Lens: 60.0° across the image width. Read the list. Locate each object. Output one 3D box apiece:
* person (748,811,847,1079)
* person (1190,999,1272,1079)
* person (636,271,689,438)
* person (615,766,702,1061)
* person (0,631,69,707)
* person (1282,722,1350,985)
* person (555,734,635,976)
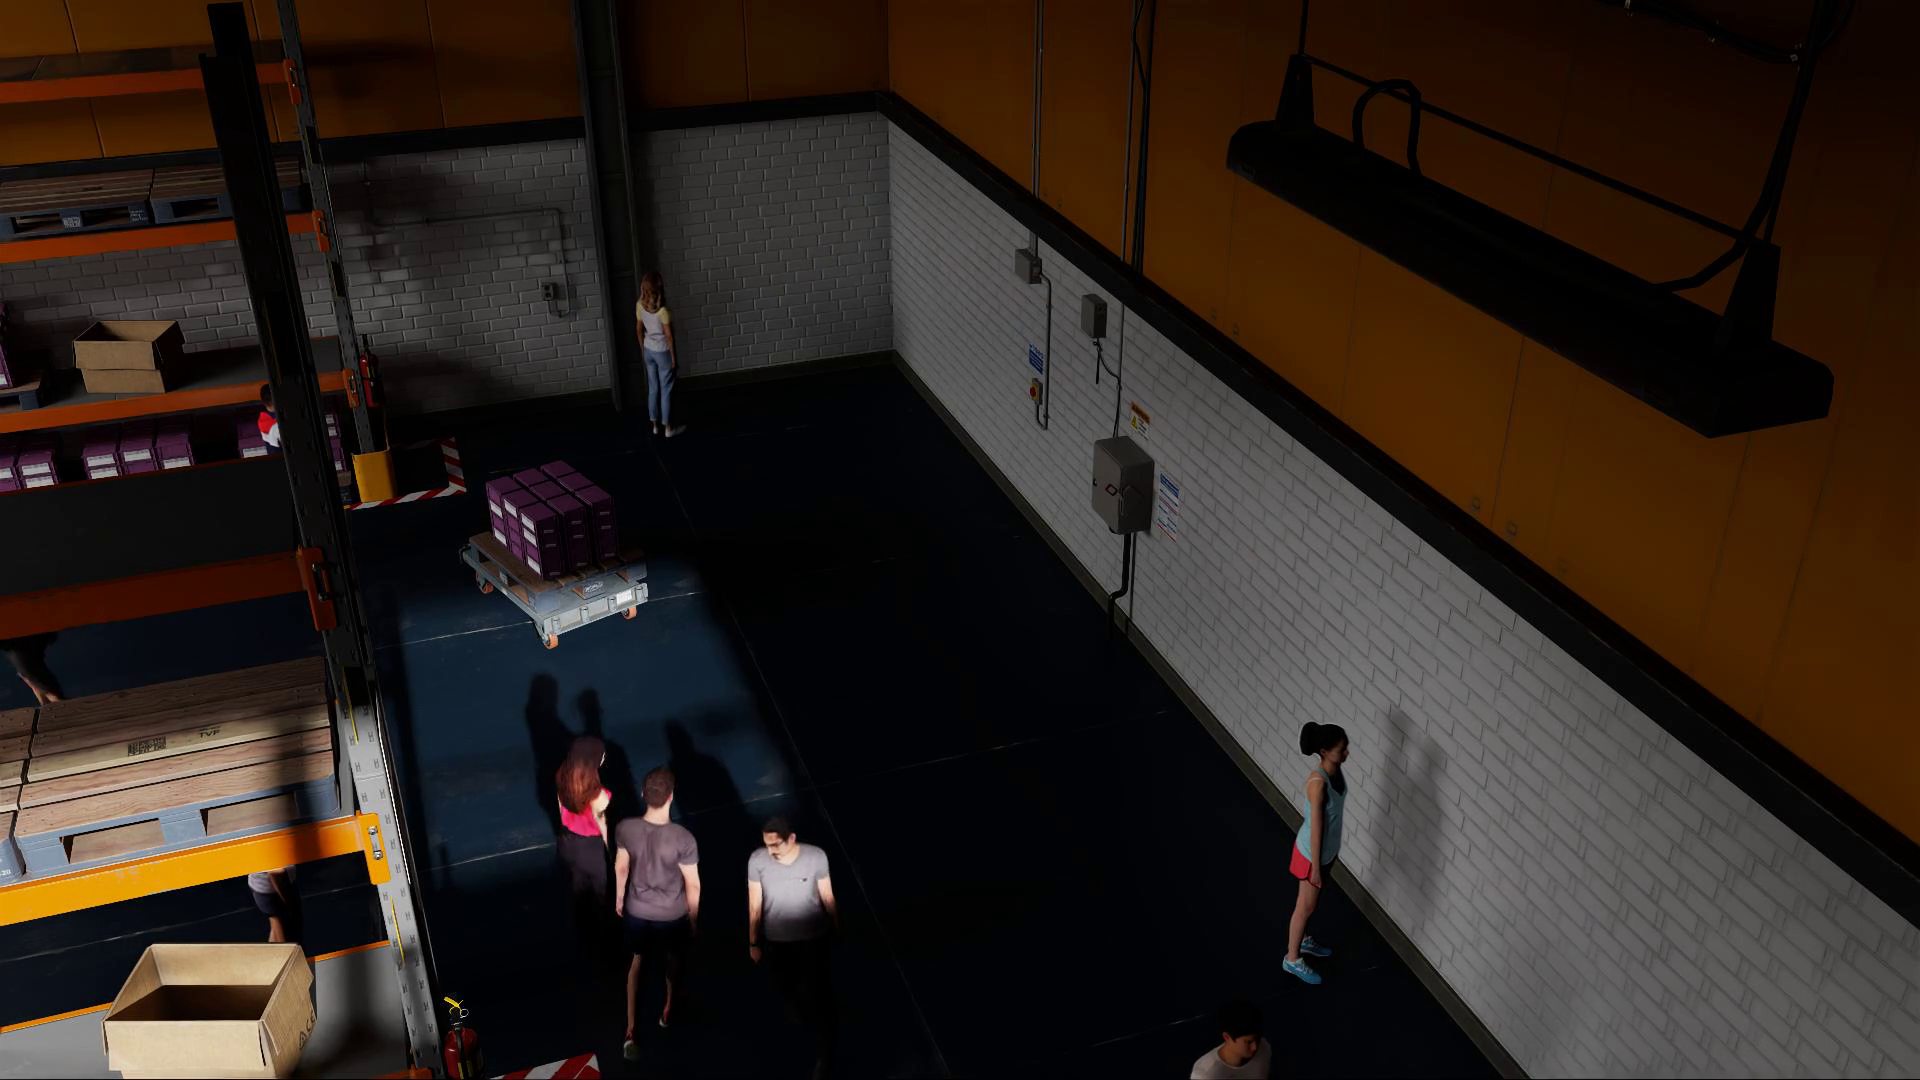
[{"bbox_3d":[-0.932,2.165,9.358,0.993,1.730,0.921,-3,29,-6],"label":"person"},{"bbox_3d":[1.278,2.878,8.061,0.547,1.721,0.734,-18,33,-29],"label":"person"},{"bbox_3d":[-3.036,-1.875,16.772,0.708,1.723,0.735,17,33,29],"label":"person"},{"bbox_3d":[-1.724,2.130,9.312,1.061,1.836,1.041,3,29,5],"label":"person"},{"bbox_3d":[-6.549,0.787,11.810,0.916,1.802,0.842,12,31,21],"label":"person"},{"bbox_3d":[2.142,1.840,9.918,0.758,1.765,0.698,12,31,22],"label":"person"},{"bbox_3d":[-2.249,1.853,10.011,0.767,1.653,0.782,13,31,22],"label":"person"}]
